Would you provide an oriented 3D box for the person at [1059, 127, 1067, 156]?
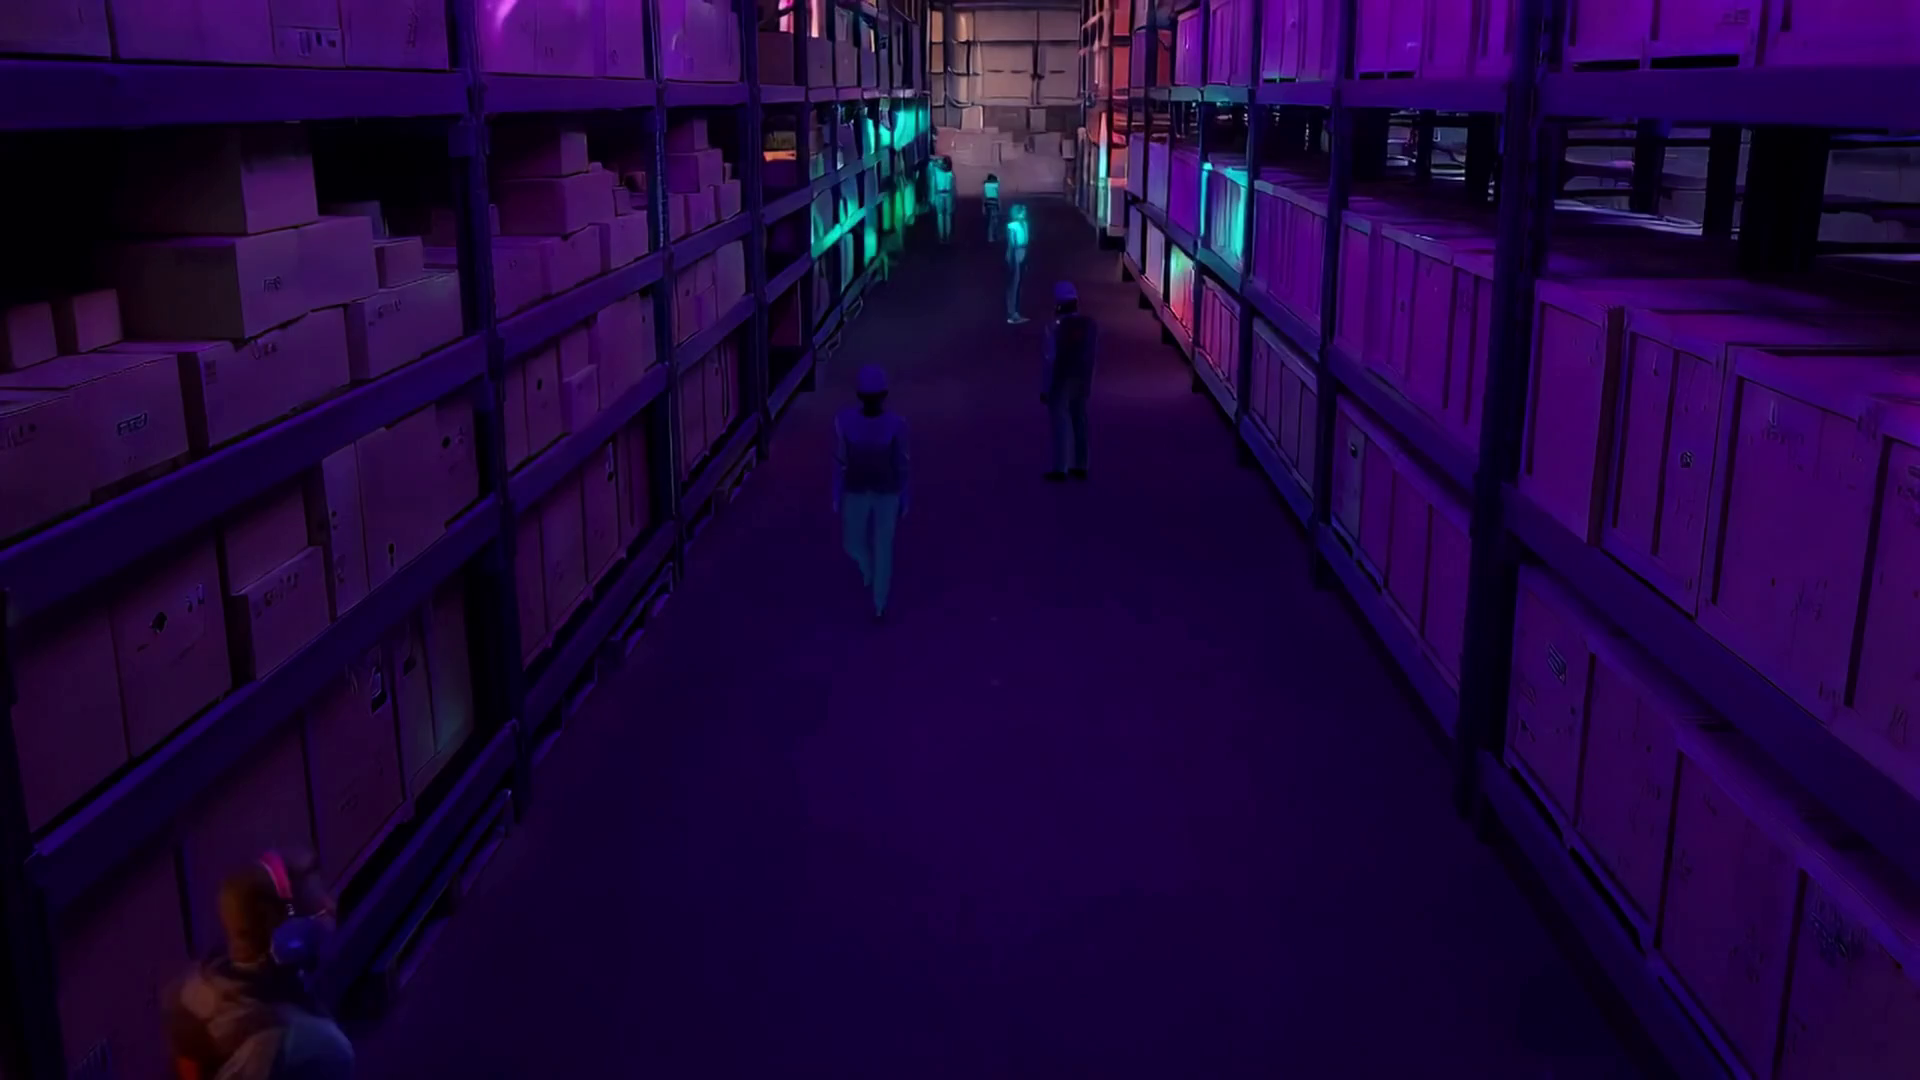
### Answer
[{"bbox_3d":[4.952,-19.279,81.442,0.579,1.878,0.348,-2,15,-6],"label":"person"}]

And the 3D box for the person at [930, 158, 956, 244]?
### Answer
[{"bbox_3d":[-0.397,-7.994,39.230,0.609,1.991,1.054,0,15,-1],"label":"person"}]

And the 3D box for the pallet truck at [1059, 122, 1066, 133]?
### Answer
[{"bbox_3d":[5.788,-21.111,88.014,1.885,1.965,0.823,5,16,18],"label":"pallet truck"}]

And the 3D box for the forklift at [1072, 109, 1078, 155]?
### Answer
[{"bbox_3d":[5.263,-17.032,71.163,1.129,2.768,1.873,10,18,34],"label":"forklift"}]

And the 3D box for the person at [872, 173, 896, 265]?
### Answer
[{"bbox_3d":[-1.502,-6.549,34.036,0.663,1.881,0.664,-6,16,-22],"label":"person"}]

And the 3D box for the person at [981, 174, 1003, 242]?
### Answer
[{"bbox_3d":[0.781,-7.945,39.766,0.574,1.592,0.809,3,15,12],"label":"person"}]

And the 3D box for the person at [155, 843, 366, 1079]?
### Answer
[{"bbox_3d":[-1.532,1.577,3.875,0.638,1.852,0.988,10,18,34],"label":"person"}]

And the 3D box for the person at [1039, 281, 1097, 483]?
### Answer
[{"bbox_3d":[0.960,-1.433,15.116,0.595,1.828,0.403,-10,18,-34],"label":"person"}]

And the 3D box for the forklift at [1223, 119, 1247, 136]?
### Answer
[{"bbox_3d":[7.225,-9.588,43.467,1.129,2.768,1.873,-14,20,-41],"label":"forklift"}]

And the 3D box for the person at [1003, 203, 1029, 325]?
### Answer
[{"bbox_3d":[0.855,-4.246,25.593,0.377,1.836,0.637,5,16,18],"label":"person"}]

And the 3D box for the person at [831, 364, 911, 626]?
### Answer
[{"bbox_3d":[-0.585,-0.333,11.164,0.541,1.749,0.565,2,15,8],"label":"person"}]
